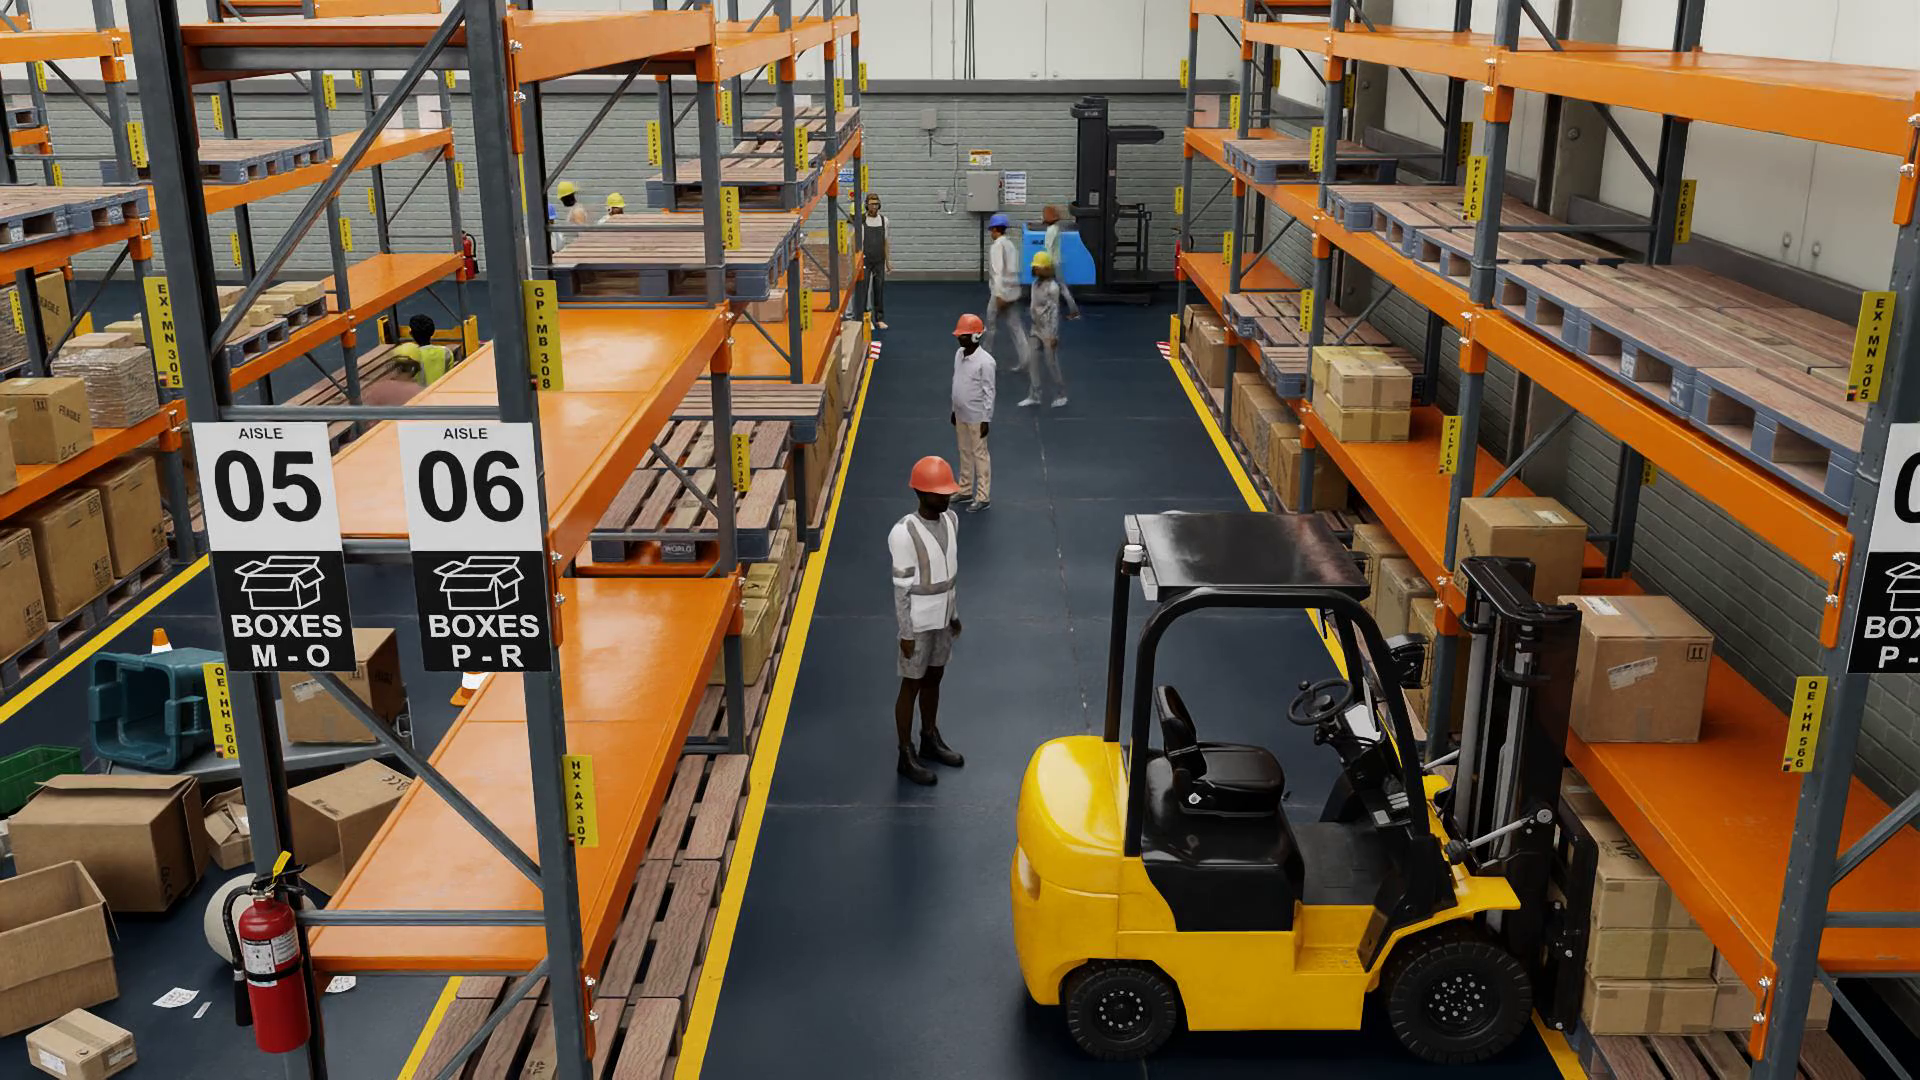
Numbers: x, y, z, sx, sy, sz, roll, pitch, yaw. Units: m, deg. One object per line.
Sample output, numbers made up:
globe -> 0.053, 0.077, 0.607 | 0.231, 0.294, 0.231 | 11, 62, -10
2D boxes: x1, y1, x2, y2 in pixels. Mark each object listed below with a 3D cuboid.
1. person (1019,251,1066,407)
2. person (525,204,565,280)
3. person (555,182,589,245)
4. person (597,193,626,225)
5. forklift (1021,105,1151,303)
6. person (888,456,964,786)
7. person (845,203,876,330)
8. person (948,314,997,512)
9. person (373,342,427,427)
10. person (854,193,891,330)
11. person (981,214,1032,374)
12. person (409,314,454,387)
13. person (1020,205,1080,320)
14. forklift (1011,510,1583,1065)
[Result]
person -> 0.923, -2.301, 18.270 | 0.373, 1.762, 0.490 | -11, 21, -29
person -> -5.072, -3.178, 20.560 | 0.389, 1.949, 0.604 | 12, 22, 32
person -> -5.397, -4.108, 23.474 | 0.613, 1.878, 0.729 | -7, 20, -20
person -> -4.642, -3.790, 22.593 | 0.403, 1.830, 0.601 | 9, 20, 26
forklift -> 1.857, -4.944, 24.441 | 1.873, 2.768, 1.129 | 0, 18, 0
person -> -0.168, 0.448, 9.615 | 0.372, 1.939, 0.544 | 13, 22, 34
person -> -1.368, -3.689, 22.442 | 0.485, 1.736, 0.322 | -4, 19, -11
person -> 0.086, -1.124, 14.655 | 0.327, 1.753, 0.563 | -12, 22, -32
person -> -4.475, -0.723, 13.458 | 0.560, 1.736, 0.505 | 4, 19, 10
person -> -1.177, -3.747, 22.445 | 0.504, 1.847, 0.345 | -8, 20, -23
person -> 0.522, -2.951, 20.002 | 0.844, 1.880, 0.633 | 12, 22, 33
person -> -4.743, -1.181, 14.922 | 0.320, 1.693, 0.534 | 13, 23, 35
person -> 1.293, -3.867, 23.210 | 0.870, 1.587, 0.523 | 3, 18, 8
forklift -> 1.387, 1.055, 7.378 | 2.313, 2.155, 1.214 | 0, 18, 0
